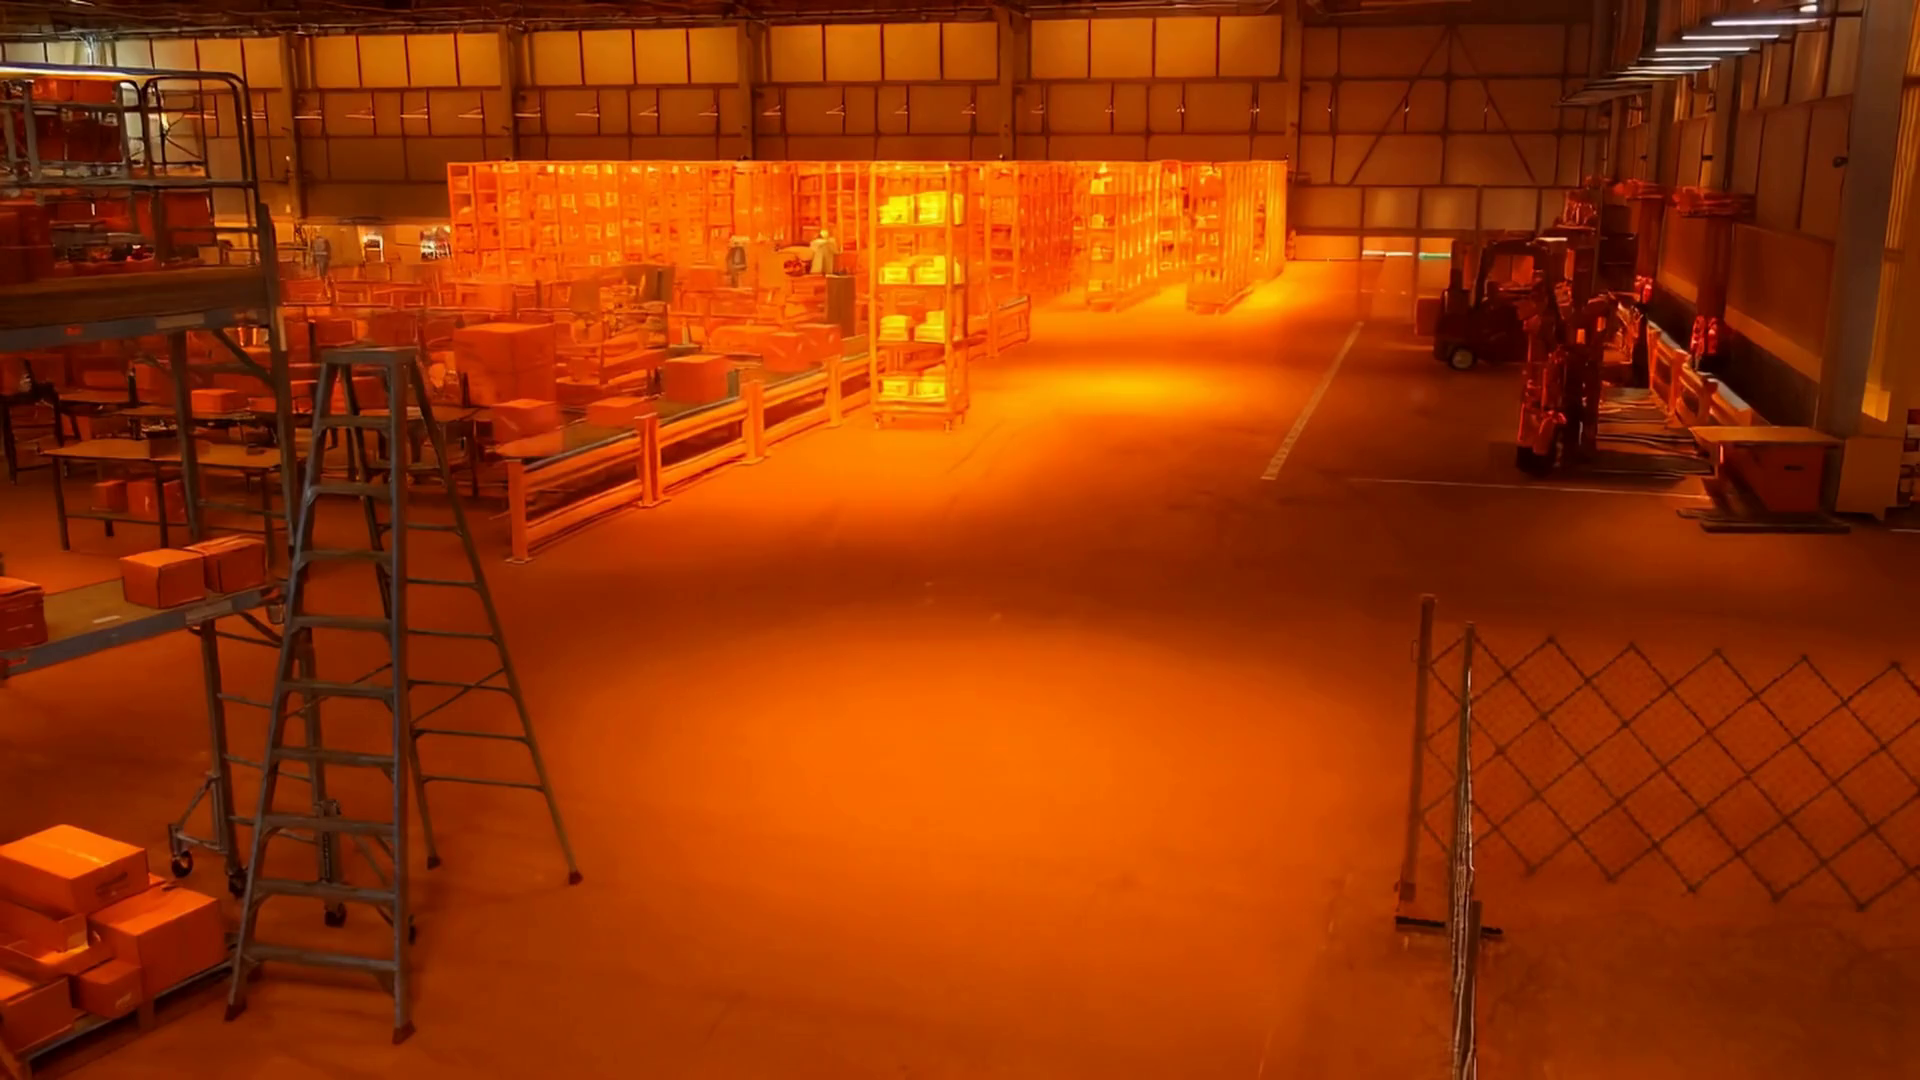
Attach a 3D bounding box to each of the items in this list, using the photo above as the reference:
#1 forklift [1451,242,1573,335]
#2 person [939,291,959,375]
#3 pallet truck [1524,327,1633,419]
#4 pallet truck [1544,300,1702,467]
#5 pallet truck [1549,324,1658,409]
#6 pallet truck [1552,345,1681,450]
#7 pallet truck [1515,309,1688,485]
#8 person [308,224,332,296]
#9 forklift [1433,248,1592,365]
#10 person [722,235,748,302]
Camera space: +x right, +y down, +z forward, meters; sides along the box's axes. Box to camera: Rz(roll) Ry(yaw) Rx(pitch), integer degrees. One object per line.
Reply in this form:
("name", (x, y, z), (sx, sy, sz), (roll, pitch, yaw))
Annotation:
("forklift", (10.464, -4.597, 31.405), (2.680, 1.987, 1.157), (4, 14, 16))
("person", (-0.211, -3.547, 27.458), (0.403, 2.035, 0.603), (0, 13, 1))
("pallet truck", (9.065, -2.460, 24.370), (1.522, 1.261, 0.704), (3, 13, 14))
("pallet truck", (8.263, -1.952, 20.631), (1.885, 1.965, 0.823), (5, 14, 20))
("pallet truck", (9.824, -2.669, 25.407), (1.601, 1.201, 0.680), (4, 14, 16))
("pallet truck", (8.641, -1.896, 21.908), (1.630, 1.274, 0.653), (4, 14, 16))
("pallet truck", (7.554, -1.677, 19.446), (1.885, 1.965, 0.823), (3, 13, 14))
("person", (-17.310, -7.563, 45.008), (0.631, 1.929, 0.441), (-2, 13, -10))
("forklift", (9.780, -4.111, 29.280), (2.680, 1.987, 1.157), (3, 13, 14))
("person", (-5.676, -6.855, 42.295), (0.949, 1.787, 0.591), (5, 14, 21))
